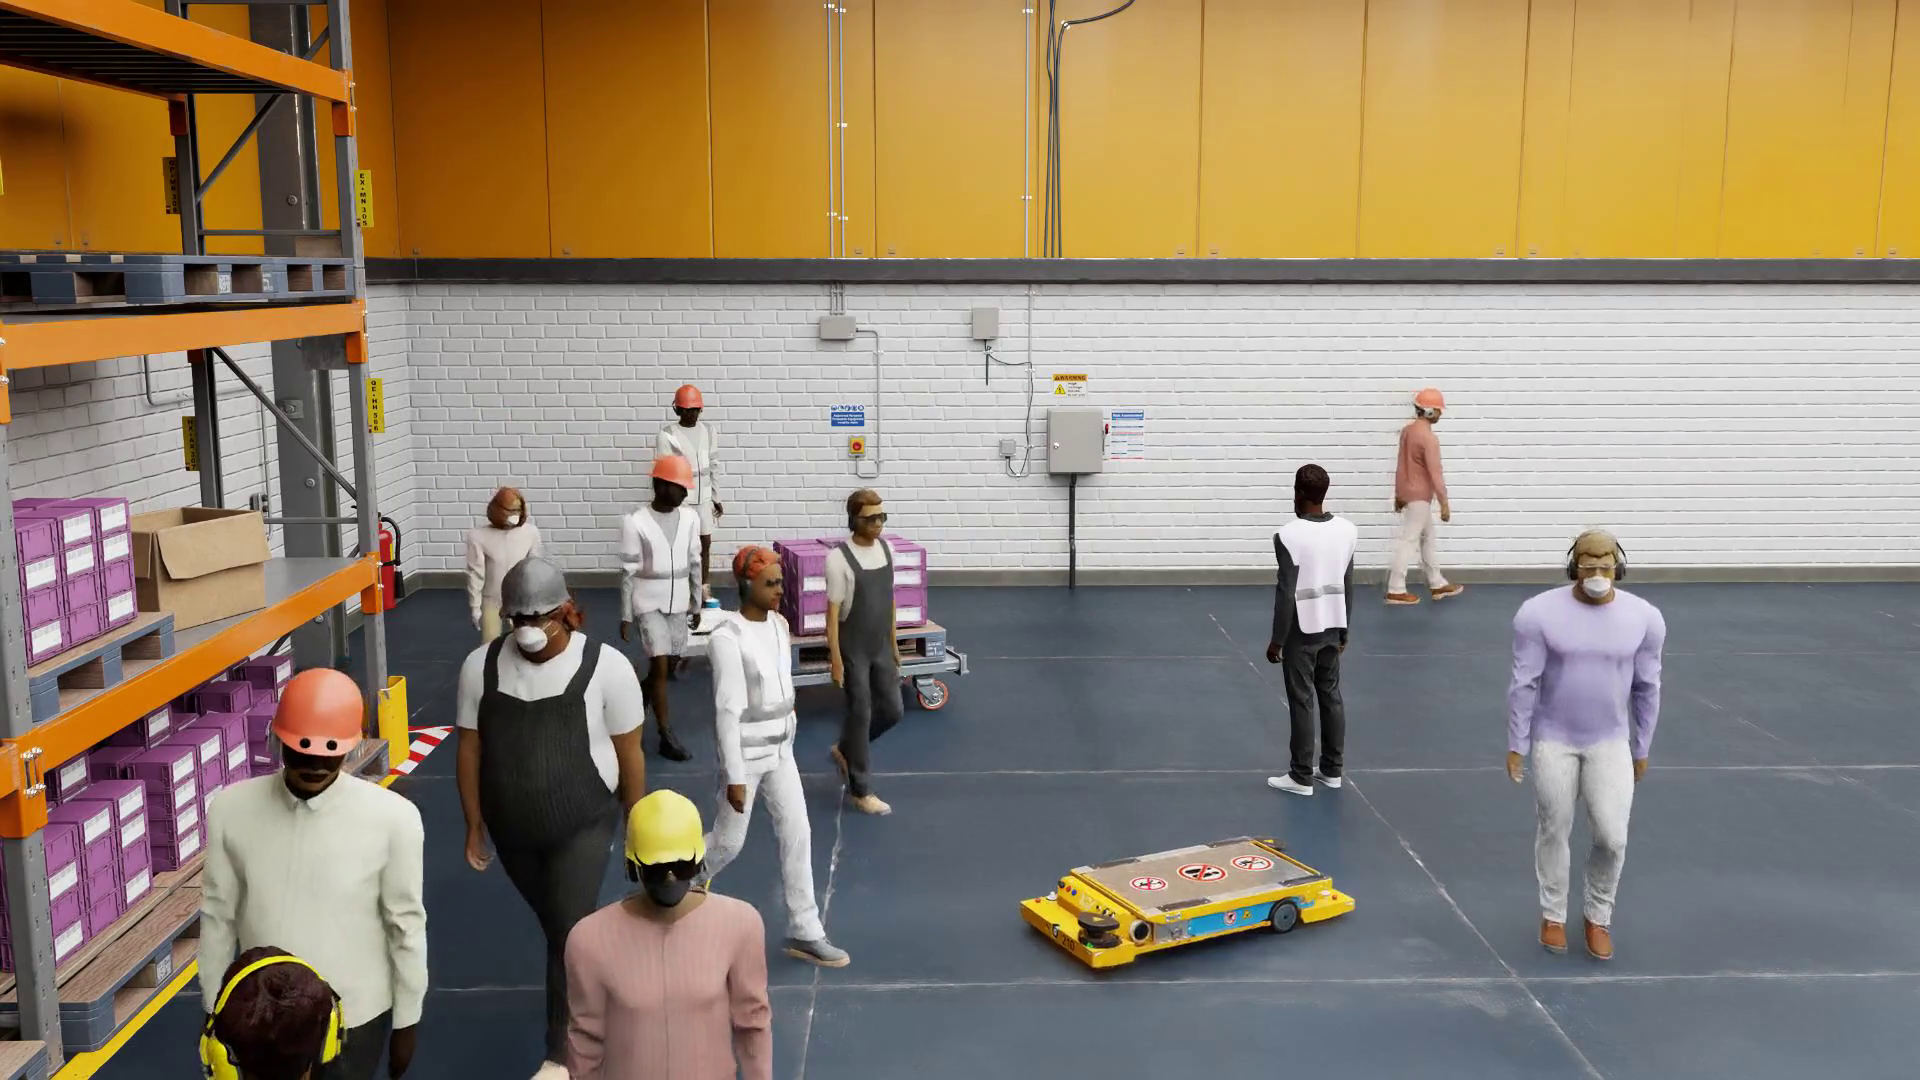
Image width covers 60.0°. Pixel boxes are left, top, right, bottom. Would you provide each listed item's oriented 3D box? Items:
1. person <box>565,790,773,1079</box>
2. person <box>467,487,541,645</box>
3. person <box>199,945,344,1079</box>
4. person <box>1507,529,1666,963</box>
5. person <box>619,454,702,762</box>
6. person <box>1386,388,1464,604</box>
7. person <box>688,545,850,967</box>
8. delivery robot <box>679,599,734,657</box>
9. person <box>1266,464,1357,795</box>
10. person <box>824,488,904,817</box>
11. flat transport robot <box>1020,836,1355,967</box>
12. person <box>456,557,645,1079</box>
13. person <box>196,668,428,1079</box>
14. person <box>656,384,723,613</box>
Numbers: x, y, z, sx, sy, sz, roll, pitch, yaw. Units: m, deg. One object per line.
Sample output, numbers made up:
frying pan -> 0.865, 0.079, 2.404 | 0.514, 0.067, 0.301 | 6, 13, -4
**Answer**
person -> -0.784, 1.454, 4.474 | 0.531, 1.735, 0.830 | -3, 10, -16
person -> -2.982, 0.449, 10.951 | 0.531, 1.606, 0.575 | -5, 11, -30
person -> -1.236, 1.630, 3.107 | 0.552, 1.818, 1.000 | -6, 11, -34
person -> 2.716, 0.903, 7.275 | 0.640, 1.921, 0.539 | 3, 10, 17
person -> -1.927, 0.389, 10.506 | 0.582, 1.899, 0.877 | -7, 12, -37
person -> 4.275, -0.382, 14.998 | 0.900, 1.958, 0.663 | -1, 9, -6
person -> -0.951, 0.934, 7.309 | 0.932, 1.853, 0.583 | 5, 10, 27
delivery robot -> -1.858, 0.686, 12.474 | 0.707, 0.478, 0.477 | -4, 10, -24
person -> 2.043, 0.518, 9.624 | 0.596, 1.917, 0.372 | -6, 11, -32
person -> -0.563, 0.612, 9.291 | 0.475, 1.834, 0.532 | 8, 12, 42
flat transport robot -> 1.060, 1.650, 7.719 | 1.431, 0.197, 0.652 | -5, 10, -26
person -> -1.572, 0.994, 6.328 | 0.686, 2.000, 1.065 | 1, 9, 9
person -> -1.807, 1.290, 4.733 | 0.642, 1.968, 0.651 | 0, 9, 0
person -> -2.373, -0.364, 14.702 | 0.615, 2.030, 0.405 | -8, 12, -42
